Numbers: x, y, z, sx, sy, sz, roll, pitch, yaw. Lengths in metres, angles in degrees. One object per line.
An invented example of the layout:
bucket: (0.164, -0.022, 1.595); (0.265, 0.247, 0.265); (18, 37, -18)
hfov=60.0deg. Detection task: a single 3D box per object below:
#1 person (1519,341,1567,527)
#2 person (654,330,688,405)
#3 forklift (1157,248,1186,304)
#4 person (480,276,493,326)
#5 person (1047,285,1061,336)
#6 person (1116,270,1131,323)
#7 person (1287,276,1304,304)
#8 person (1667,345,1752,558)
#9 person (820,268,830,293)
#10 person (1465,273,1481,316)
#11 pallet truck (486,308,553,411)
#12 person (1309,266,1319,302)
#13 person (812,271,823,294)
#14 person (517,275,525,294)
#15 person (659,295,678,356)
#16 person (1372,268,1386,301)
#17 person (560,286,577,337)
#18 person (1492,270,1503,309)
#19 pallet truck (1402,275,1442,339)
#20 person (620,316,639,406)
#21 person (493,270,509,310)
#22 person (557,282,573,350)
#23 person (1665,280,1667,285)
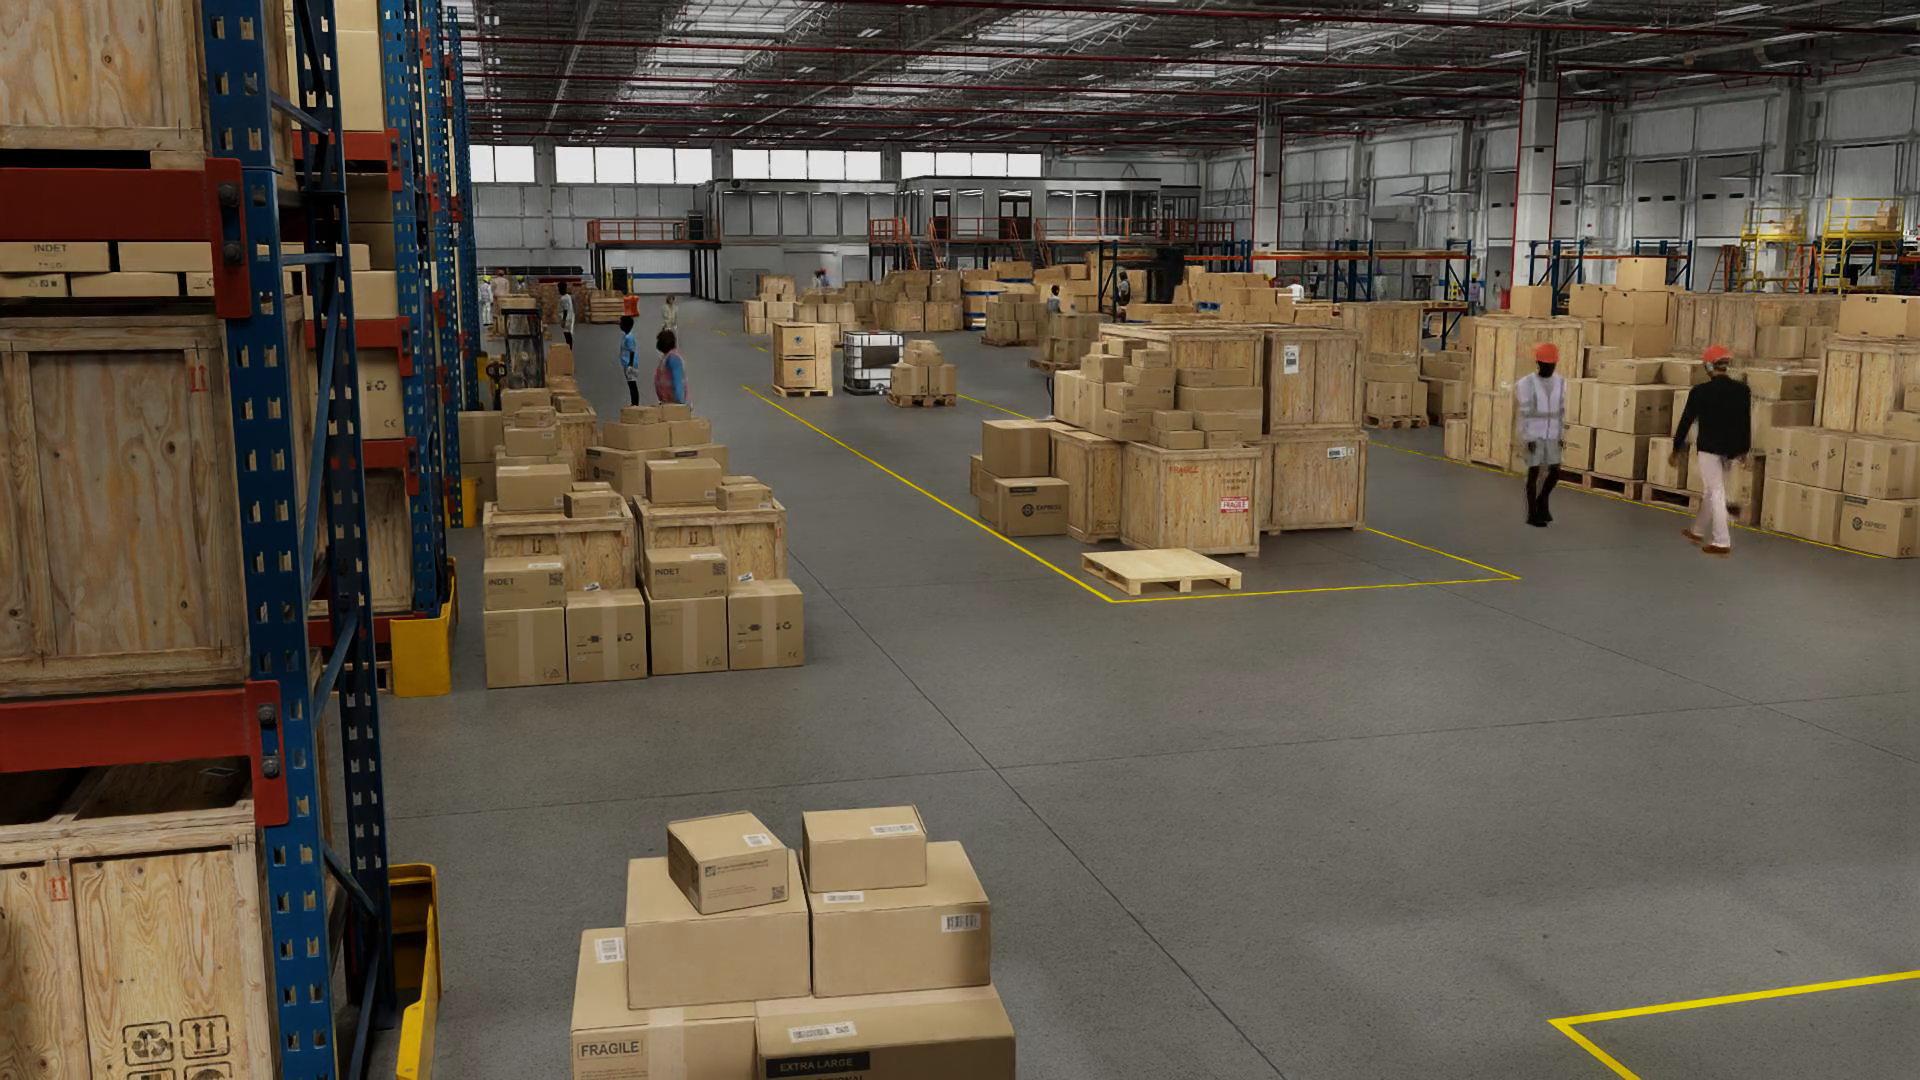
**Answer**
person: (5.955, -1.071, 16.979); (0.560, 1.910, 0.458); (-2, 10, -10)
person: (-3.736, -1.834, 21.659); (0.970, 1.793, 0.643); (-2, 10, -13)
forklift: (4.763, -5.199, 37.612); (1.873, 2.768, 1.129); (-3, 10, -15)
person: (-17.017, -8.605, 59.899); (0.594, 1.820, 0.403); (8, 13, 38)
person: (2.501, -5.834, 44.112); (0.325, 1.860, 0.512); (-9, 13, -40)
person: (5.669, -8.405, 58.143); (0.536, 2.000, 0.676); (4, 11, 20)
person: (11.401, -8.030, 56.549); (0.656, 1.867, 0.524); (-1, 10, -8)
person: (7.011, -0.847, 15.611); (0.646, 1.940, 0.970); (-2, 10, -13)
person: (-5.937, -10.926, 72.746); (0.464, 1.925, 0.543); (6, 12, 32)
person: (18.368, -8.599, 59.572); (0.589, 1.924, 0.384); (-1, 10, -8)
pallet truck: (-6.242, -2.418, 24.362); (0.823, 1.965, 1.885); (1, 10, 3)
person: (17.677, -12.734, 83.047); (0.395, 1.911, 0.584); (-9, 13, -41)
person: (-6.016, -10.564, 70.940); (0.961, 1.832, 0.586); (3, 10, 17)
person: (-17.339, -9.596, 65.739); (0.303, 1.741, 0.484); (-7, 12, -36)
person: (-7.579, -5.564, 43.272); (0.516, 1.612, 0.730); (-8, 13, -37)
person: (18.757, -11.192, 74.343); (0.991, 1.903, 0.628); (-8, 13, -40)
person: (-12.292, -7.144, 52.192); (0.529, 1.604, 0.695); (-2, 10, -13)
person: (23.213, -10.712, 71.730); (0.538, 1.852, 0.665); (-3, 10, -17)
pallet truck: (14.620, -7.324, 52.145); (0.823, 1.965, 1.885); (8, 13, 40)
person: (-5.634, -2.975, 28.368); (0.321, 1.696, 0.537); (-3, 10, -15)
person: (-18.041, -9.639, 65.386); (0.607, 1.962, 0.930); (-2, 10, -10)
person: (-10.246, -5.720, 43.172); (0.378, 1.959, 0.604); (-1, 10, -4)
person: (23.034, -7.659, 54.595); (0.652, 1.799, 0.915); (3, 11, 18)
